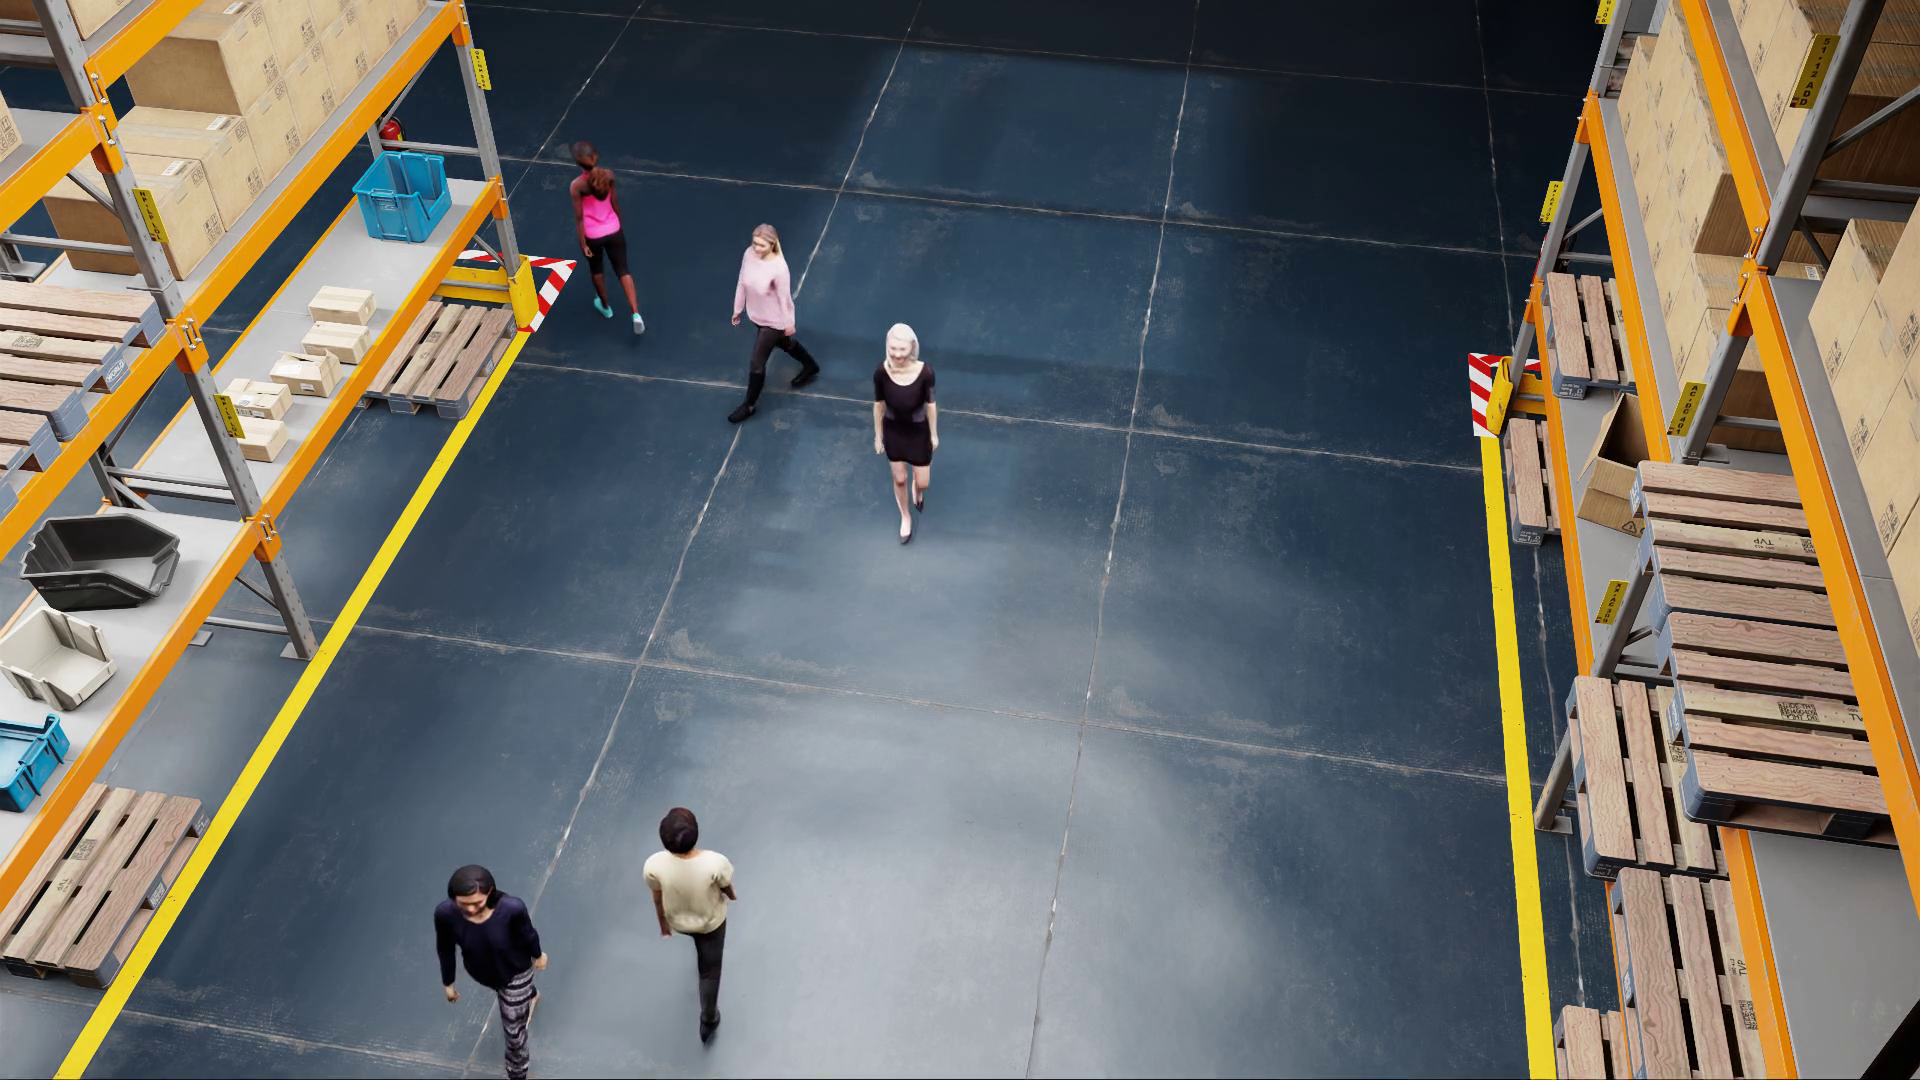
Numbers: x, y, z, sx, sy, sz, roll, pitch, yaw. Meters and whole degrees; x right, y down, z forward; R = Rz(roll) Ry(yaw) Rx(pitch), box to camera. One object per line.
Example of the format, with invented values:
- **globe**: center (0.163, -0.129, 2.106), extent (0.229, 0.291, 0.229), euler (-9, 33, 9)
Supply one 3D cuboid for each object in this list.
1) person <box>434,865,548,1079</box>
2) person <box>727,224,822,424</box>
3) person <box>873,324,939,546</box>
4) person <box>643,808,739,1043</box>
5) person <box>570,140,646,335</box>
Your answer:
- **person**: center (-2.368, 2.114, 8.591), extent (0.764, 1.680, 1.115), euler (1, 44, 1)
- **person**: center (-1.379, -1.727, 12.652), extent (1.193, 1.639, 1.078), euler (-30, 51, -28)
- **person**: center (-0.362, -0.776, 11.525), extent (0.639, 1.818, 0.718), euler (2, 44, 2)
- **person**: center (-1.395, 2.056, 8.754), extent (0.674, 1.540, 1.054), euler (3, 44, 3)
- **person**: center (-2.823, -2.393, 13.308), extent (0.943, 1.700, 1.071), euler (-21, 48, -21)
